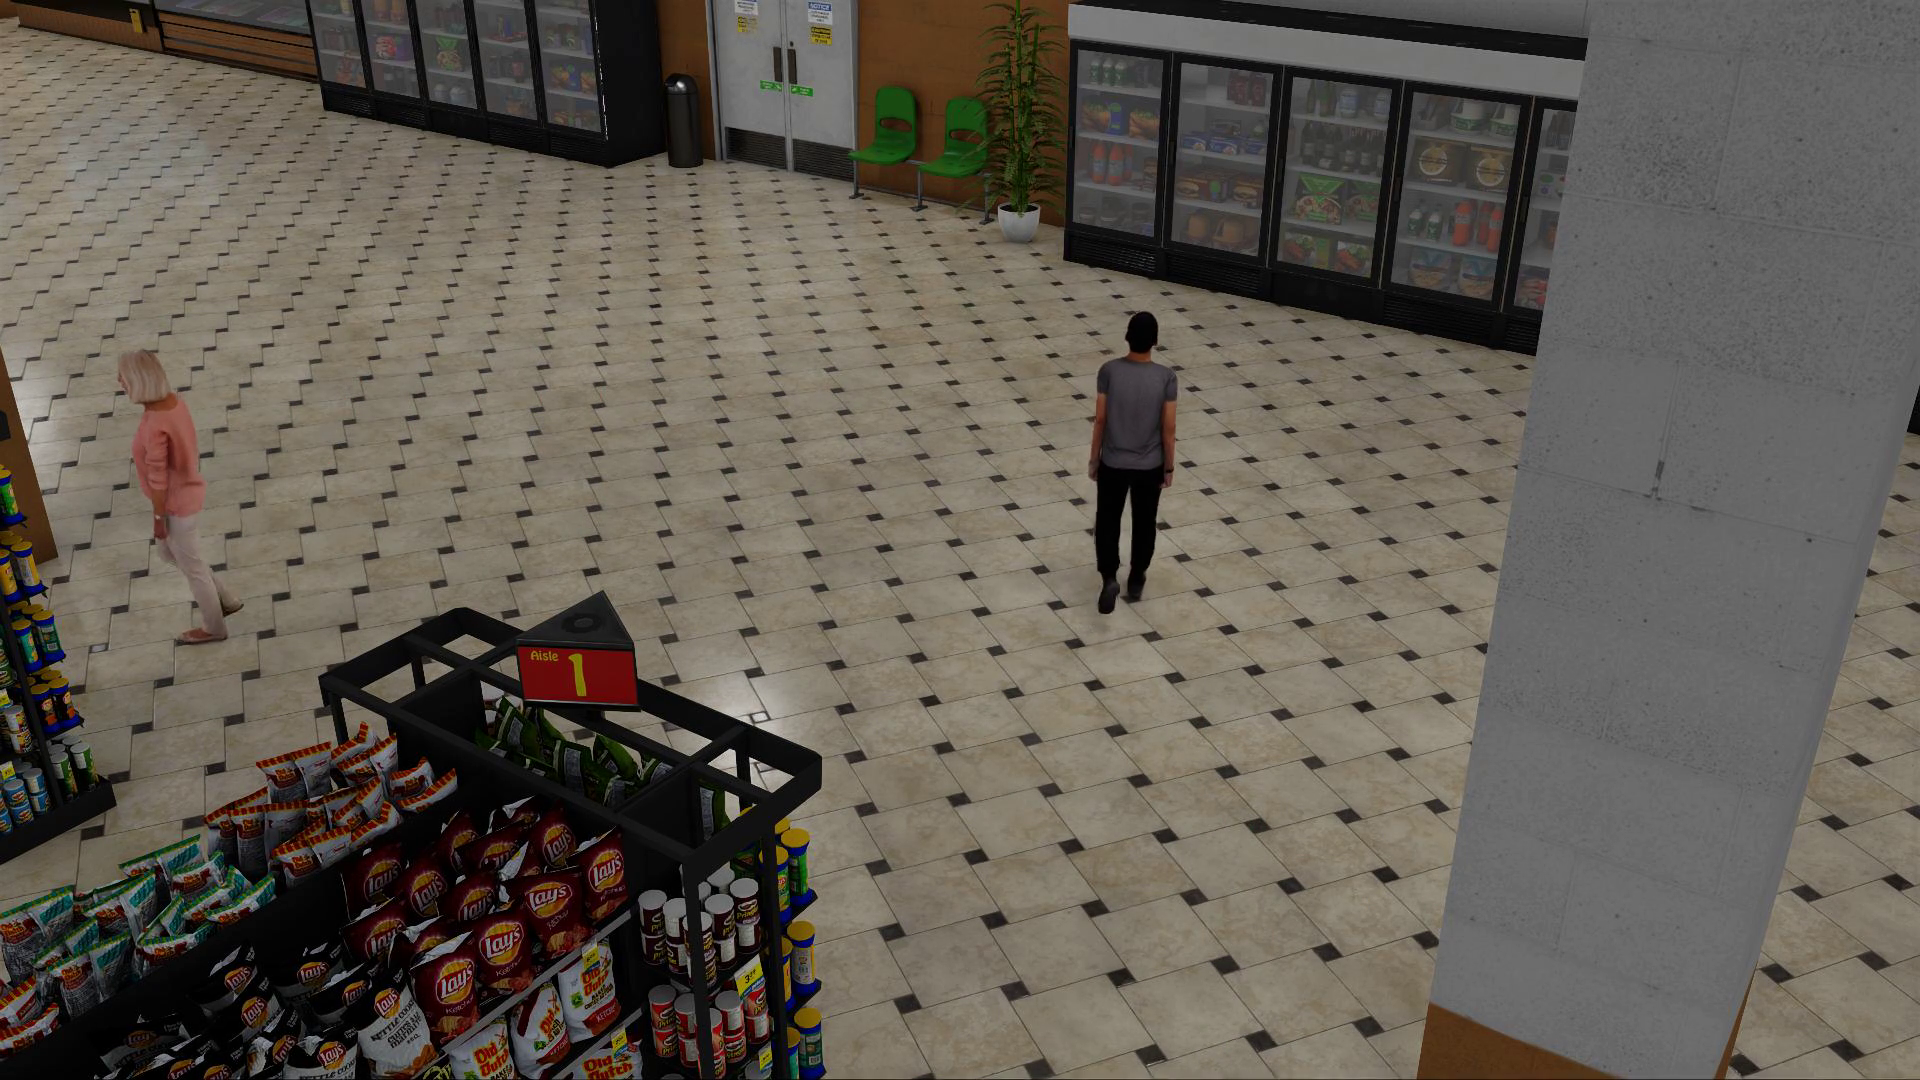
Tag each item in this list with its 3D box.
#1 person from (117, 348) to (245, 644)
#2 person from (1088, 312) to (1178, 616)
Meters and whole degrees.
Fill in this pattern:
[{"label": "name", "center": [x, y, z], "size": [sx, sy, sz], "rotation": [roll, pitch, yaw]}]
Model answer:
[{"label": "person", "center": [-4.081, -0.219, 8.855], "size": [0.804, 1.719, 0.746], "rotation": [-5, 27, -9]}, {"label": "person", "center": [0.938, -0.394, 9.182], "size": [0.886, 1.735, 1.046], "rotation": [4, 27, 7]}]
